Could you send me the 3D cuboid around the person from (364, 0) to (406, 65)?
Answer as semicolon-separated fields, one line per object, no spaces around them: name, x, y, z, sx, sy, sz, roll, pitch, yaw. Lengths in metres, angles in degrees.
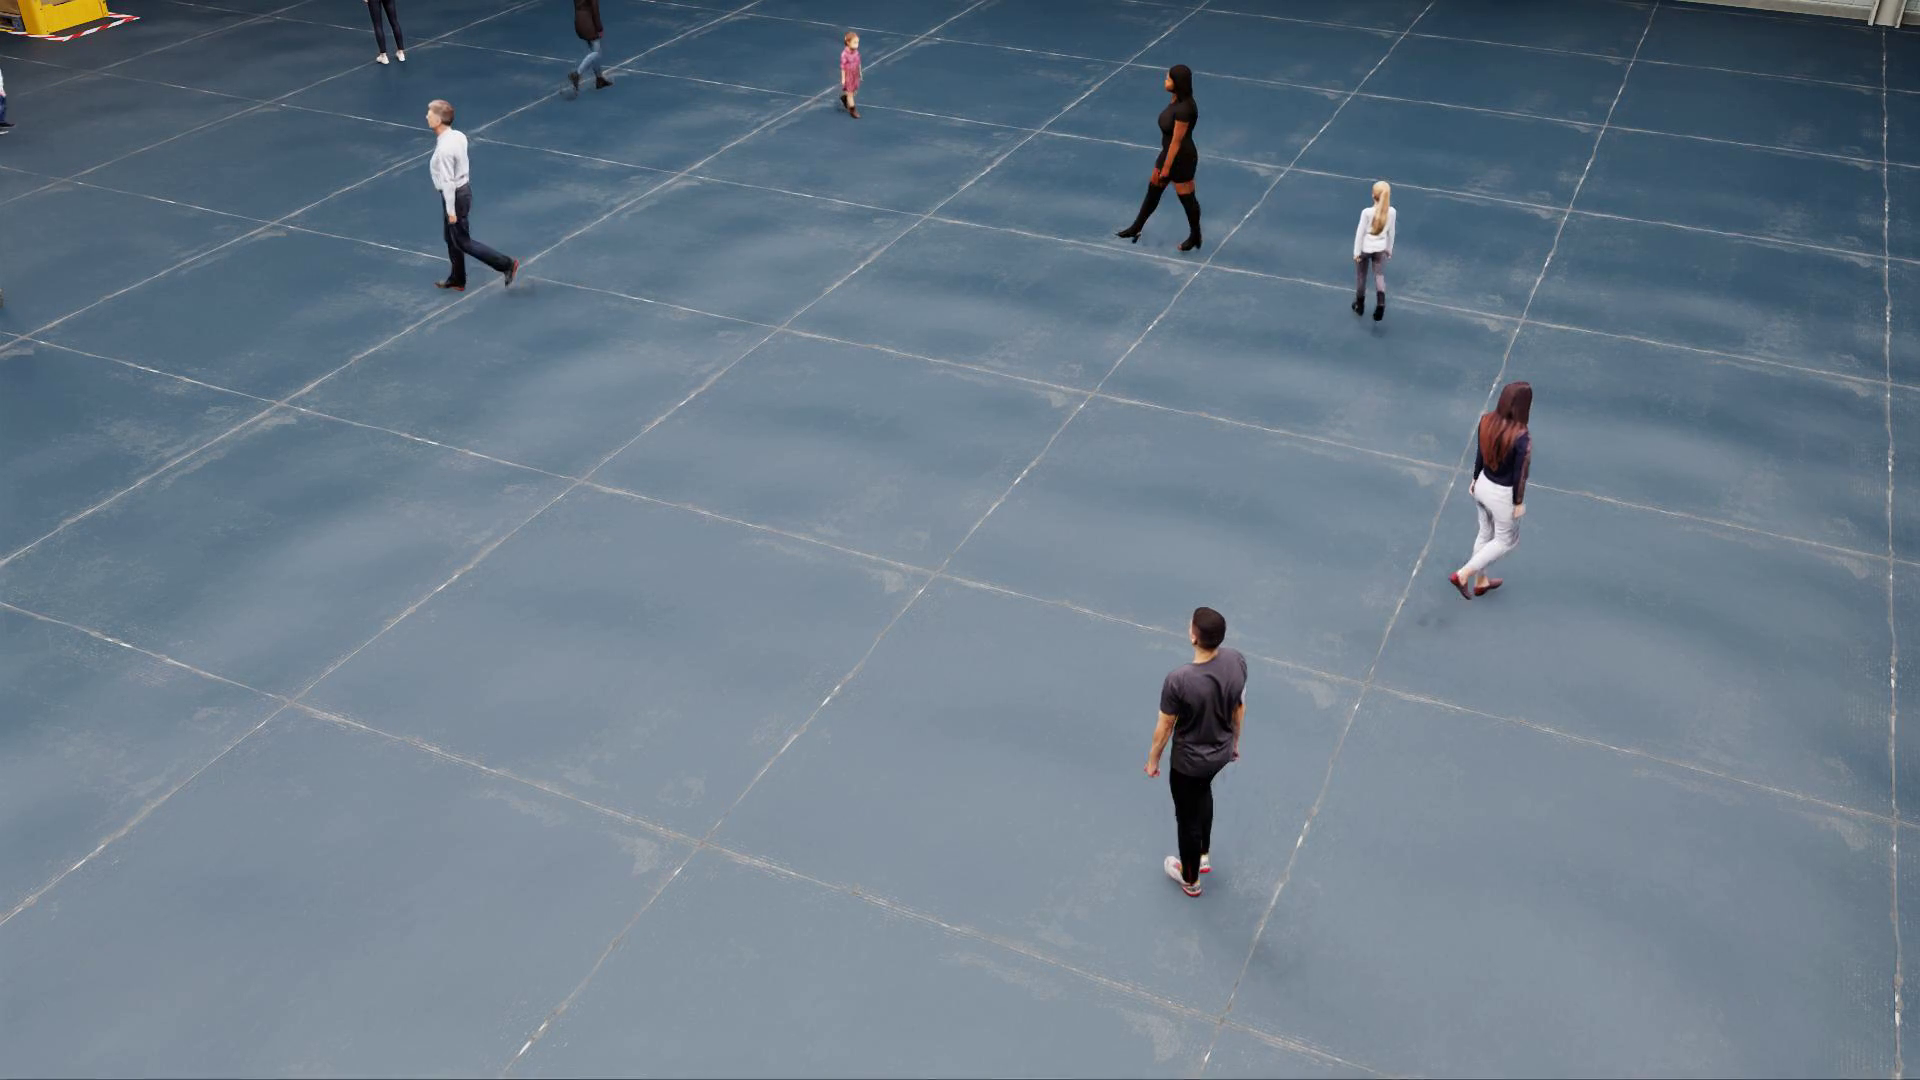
person;-7.475;-7.037;21.452;0.691;1.700;0.690;-23;39;-32

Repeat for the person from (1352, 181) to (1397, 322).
person;3.674;-2.542;14.731;0.766;1.267;0.756;-3;32;-5

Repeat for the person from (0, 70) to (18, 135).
person;-11.172;-5.223;19.150;0.621;1.086;0.560;-21;38;-30

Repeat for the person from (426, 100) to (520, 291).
person;-4.498;-3.087;15.096;1.181;1.800;0.949;0;32;0

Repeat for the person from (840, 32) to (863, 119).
person;-1.314;-5.532;19.712;0.556;1.010;0.664;-26;40;-35

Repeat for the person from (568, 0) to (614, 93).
person;-4.587;-6.275;20.317;0.943;1.621;0.879;27;41;36

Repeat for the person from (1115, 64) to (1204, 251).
person;2.175;-3.601;15.896;1.189;1.815;0.967;0;32;0

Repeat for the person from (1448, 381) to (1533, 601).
person;3.464;-0.272;10.827;0.900;1.593;0.846;-13;34;-20

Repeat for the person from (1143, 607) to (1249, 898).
person;1.262;1.137;8.440;0.774;1.757;0.809;-16;35;-23
